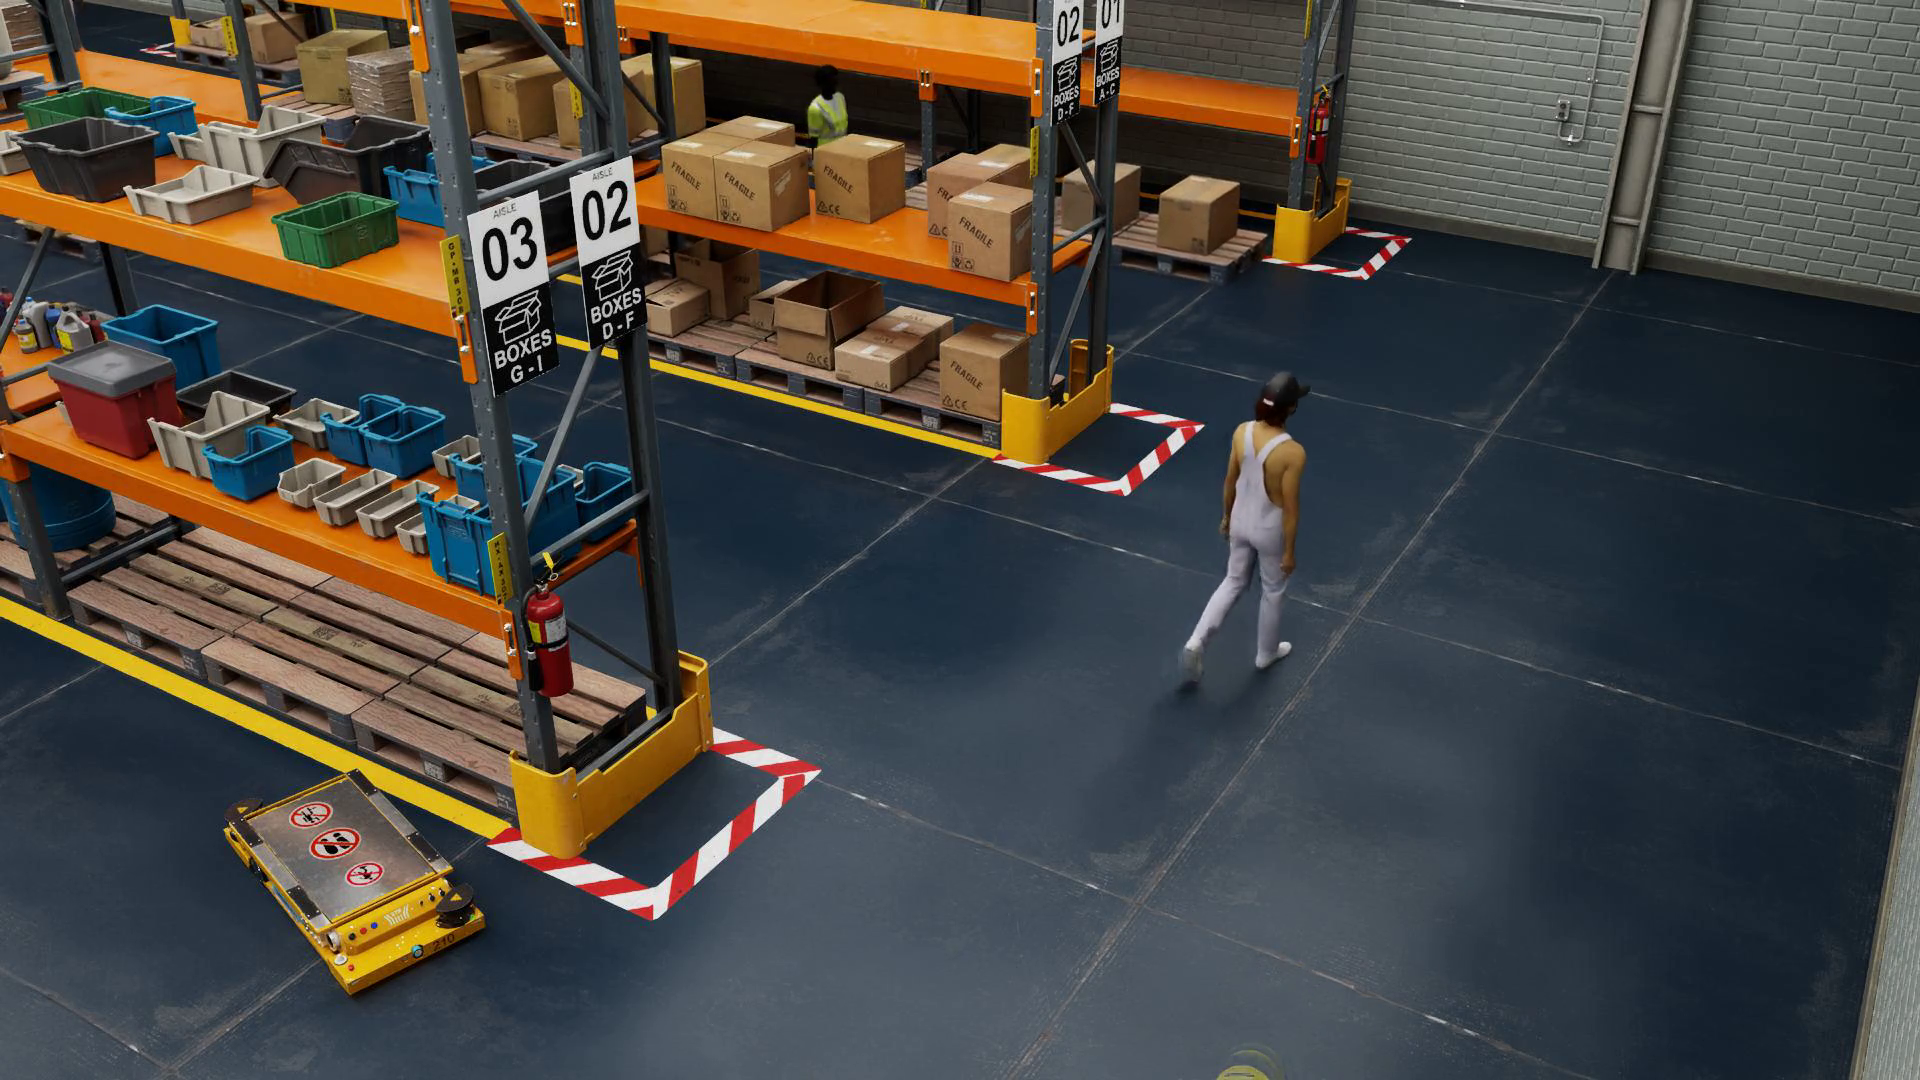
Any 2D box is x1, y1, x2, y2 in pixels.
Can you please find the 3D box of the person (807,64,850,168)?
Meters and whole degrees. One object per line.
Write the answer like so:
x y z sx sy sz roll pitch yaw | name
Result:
-1.272 -3.704 15.835 0.803 1.667 0.526 13 32 22 | person

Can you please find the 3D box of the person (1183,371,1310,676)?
1.608 -0.045 9.099 0.726 1.845 0.523 -25 38 -37 | person

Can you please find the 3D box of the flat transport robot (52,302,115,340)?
-7.290 -1.659 13.610 1.431 0.231 0.659 18 34 30 | flat transport robot

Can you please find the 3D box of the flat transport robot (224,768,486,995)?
-2.885 1.553 7.847 0.659 0.231 1.431 -24 37 -36 | flat transport robot

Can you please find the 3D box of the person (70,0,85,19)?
-11.583 -6.820 21.286 0.593 1.805 0.878 -8 30 -14 | person
